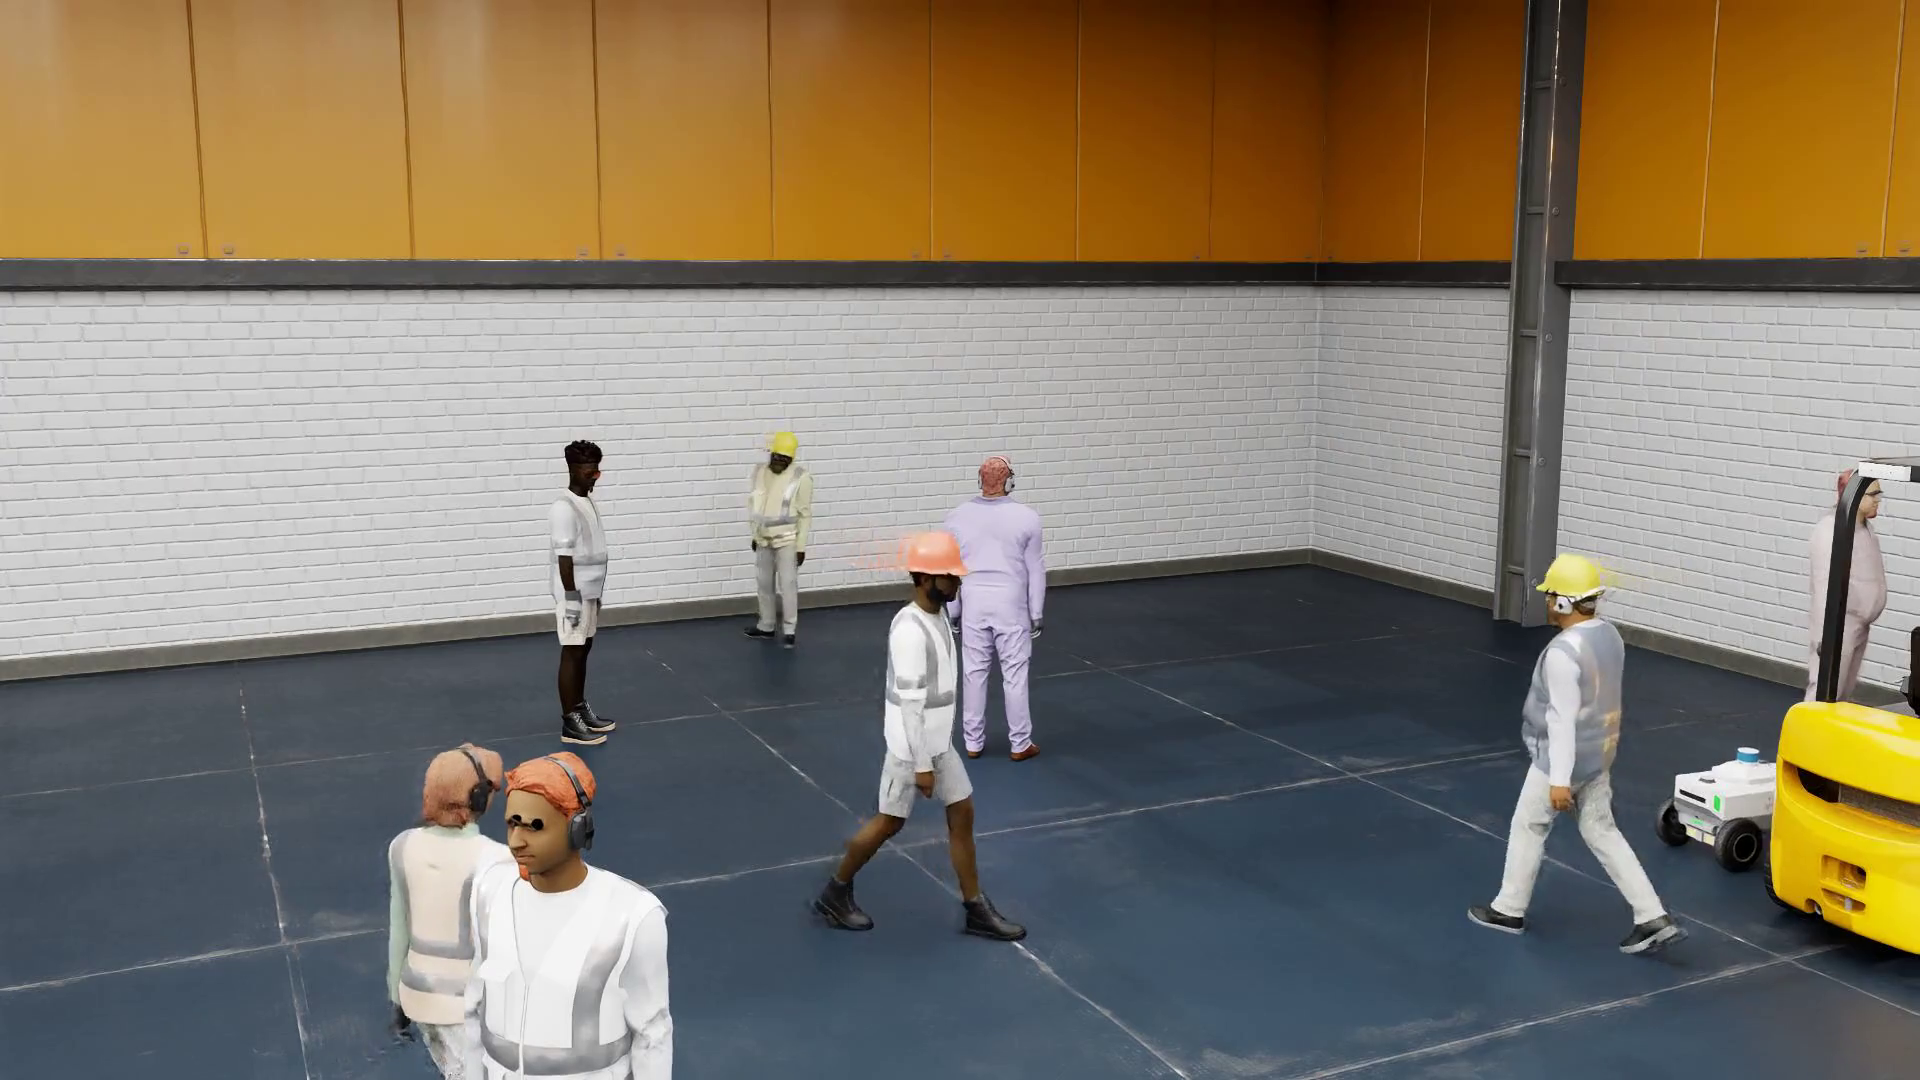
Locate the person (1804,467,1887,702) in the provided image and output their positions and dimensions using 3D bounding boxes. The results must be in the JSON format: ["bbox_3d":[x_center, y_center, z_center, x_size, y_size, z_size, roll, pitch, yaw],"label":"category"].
[{"bbox_3d":[5.195,0.520,9.757,0.403,1.906,0.651,8,12,42],"label":"person"}]

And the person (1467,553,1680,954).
[{"bbox_3d":[2.790,0.954,7.423,0.893,1.799,0.606,9,13,44],"label":"person"}]

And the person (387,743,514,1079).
[{"bbox_3d":[-1.556,1.434,5.030,0.516,1.605,0.770,5,10,26],"label":"person"}]

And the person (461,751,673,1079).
[{"bbox_3d":[-0.981,1.442,4.109,0.573,1.883,0.355,4,10,21],"label":"person"}]

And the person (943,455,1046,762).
[{"bbox_3d":[0.228,0.426,10.342,0.642,1.910,0.401,3,10,18],"label":"person"}]

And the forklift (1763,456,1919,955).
[{"bbox_3d":[4.857,0.731,7.561,2.313,2.155,1.214,-4,10,-25],"label":"forklift"}]

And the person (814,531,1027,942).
[{"bbox_3d":[-0.222,0.887,7.544,0.983,1.899,0.563,3,10,18],"label":"person"}]

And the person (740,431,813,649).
[{"bbox_3d":[-1.495,-0.010,13.433,0.716,1.782,0.450,5,11,31],"label":"person"}]

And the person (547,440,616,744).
[{"bbox_3d":[-2.461,0.327,10.785,0.372,1.961,0.601,0,9,2],"label":"person"}]

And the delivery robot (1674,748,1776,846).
[{"bbox_3d":[4.088,1.325,8.653,0.707,0.478,0.477,-3,10,-19],"label":"delivery robot"}]
